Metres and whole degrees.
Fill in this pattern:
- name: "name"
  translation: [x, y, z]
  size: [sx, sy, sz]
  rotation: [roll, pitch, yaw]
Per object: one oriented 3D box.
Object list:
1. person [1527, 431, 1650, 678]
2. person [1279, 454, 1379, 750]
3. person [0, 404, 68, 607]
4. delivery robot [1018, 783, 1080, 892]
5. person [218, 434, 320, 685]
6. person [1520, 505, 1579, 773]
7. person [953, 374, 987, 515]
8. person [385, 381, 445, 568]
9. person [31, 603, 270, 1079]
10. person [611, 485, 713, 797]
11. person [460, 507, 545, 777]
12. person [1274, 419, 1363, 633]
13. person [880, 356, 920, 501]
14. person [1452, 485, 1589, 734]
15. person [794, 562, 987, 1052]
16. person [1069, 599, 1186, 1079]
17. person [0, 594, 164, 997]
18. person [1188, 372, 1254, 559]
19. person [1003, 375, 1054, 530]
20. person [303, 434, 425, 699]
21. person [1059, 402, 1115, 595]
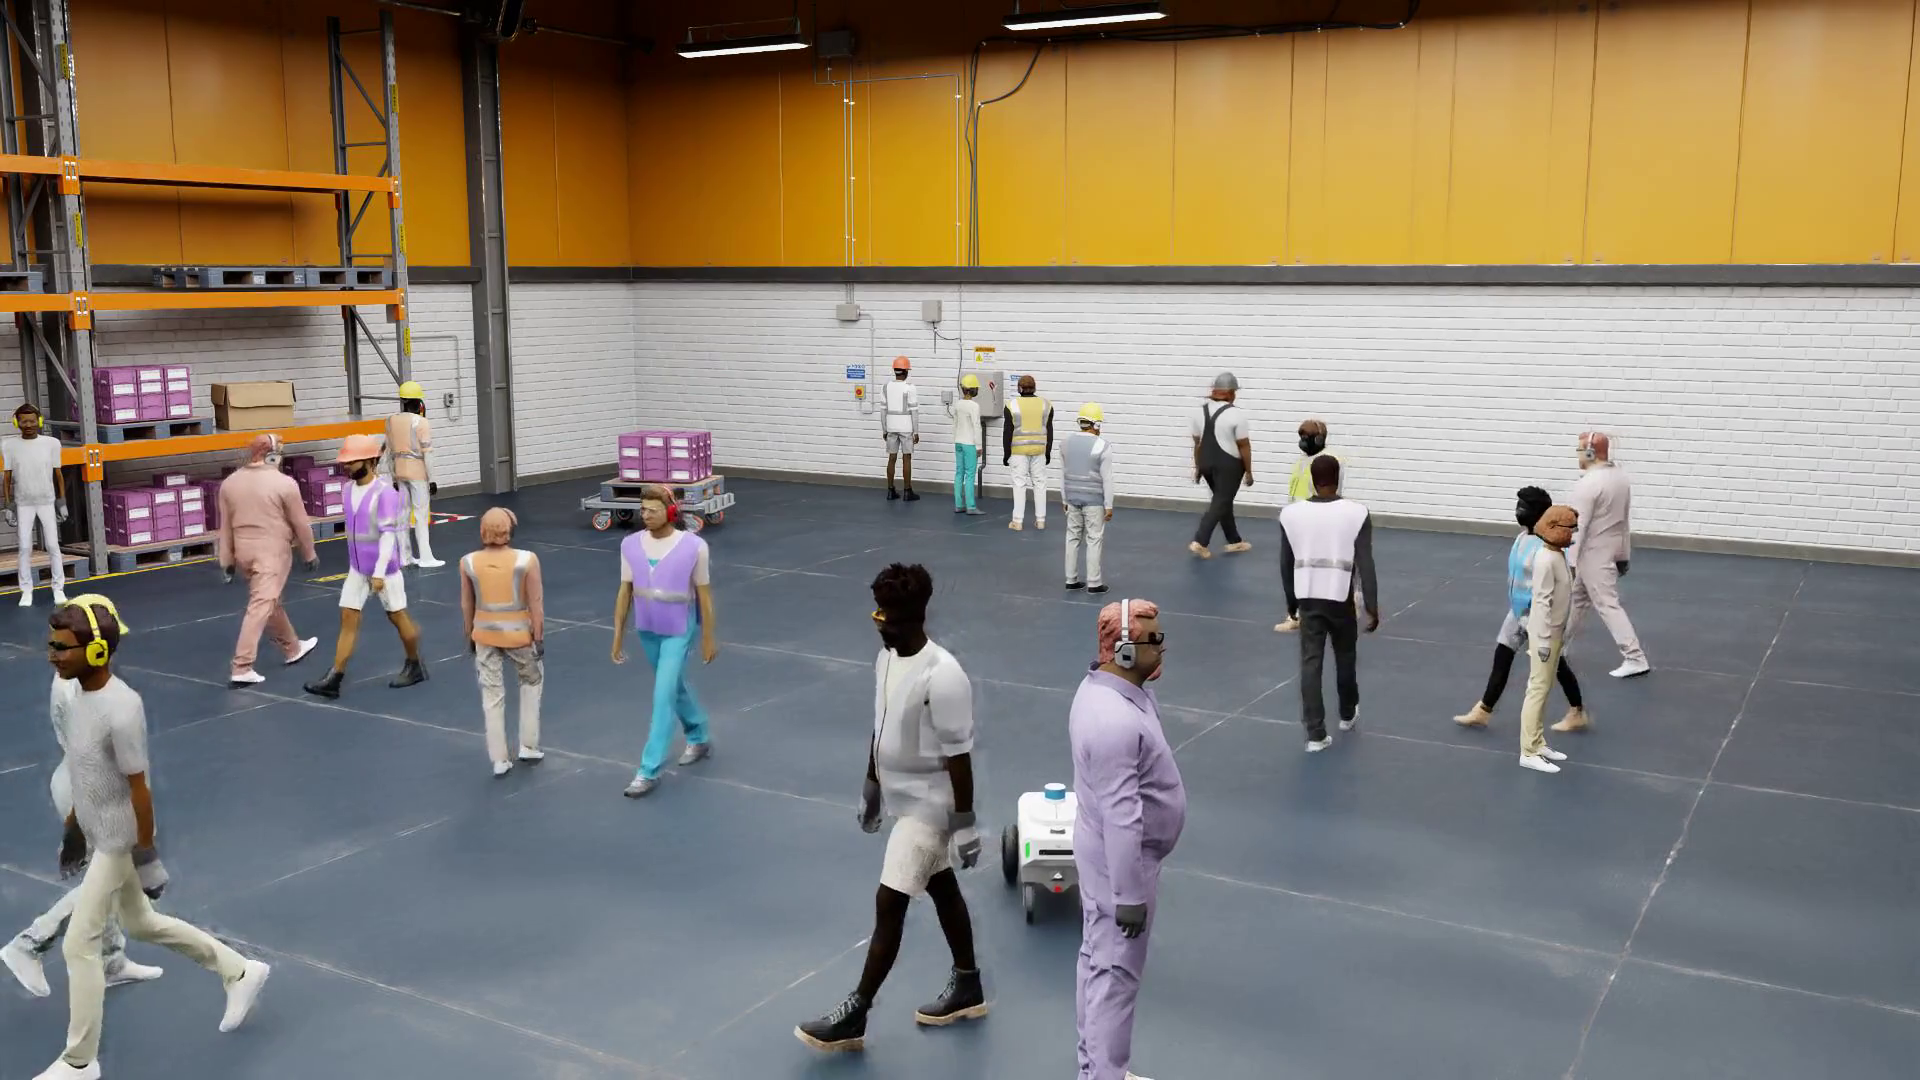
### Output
- name: "person"
  translation: [4.835, 0.101, 12.617]
  size: [1.009, 1.855, 0.650]
  rotation: [8, 12, 42]
- name: "person"
  translation: [2.412, 0.381, 10.804]
  size: [0.665, 1.855, 0.962]
  rotation: [4, 10, 22]
- name: "person"
  translation: [-8.450, -0.320, 15.198]
  size: [0.515, 1.861, 0.320]
  rotation: [-5, 10, -28]
- name: "delivery robot"
  translation: [0.459, 1.425, 8.061]
  size: [0.477, 0.478, 0.707]
  rotation: [0, 9, 0]
- name: "person"
  translation: [-5.193, 0.123, 12.495]
  size: [0.645, 1.837, 1.068]
  rotation: [3, 10, 18]
- name: "person"
  translation: [3.619, 0.590, 10.205]
  size: [0.265, 1.631, 0.508]
  rotation: [5, 10, 28]
- name: "person"
  translation: [0.111, -1.195, 20.934]
  size: [0.325, 1.769, 0.524]
  rotation: [-6, 11, -32]
- name: "person"
  translation: [-5.634, -0.669, 17.144]
  size: [0.586, 1.928, 0.369]
  rotation: [4, 10, 24]
- name: "person"
  translation: [-3.135, 1.116, 6.301]
  size: [0.893, 1.843, 0.511]
  rotation: [-7, 11, -36]
- name: "person"
  translation: [-1.772, 0.555, 9.951]
  size: [0.584, 1.796, 0.999]
  rotation: [4, 10, 23]
- name: "person"
  translation: [-2.752, 0.604, 10.114]
  size: [0.529, 1.619, 0.548]
  rotation: [0, 9, 2]
- name: "person"
  translation: [3.026, -0.111, 13.990]
  size: [0.676, 1.827, 0.637]
  rotation: [-3, 10, -19]
- name: "person"
  translation: [-0.782, -1.487, 22.233]
  size: [0.552, 1.933, 0.372]
  rotation: [5, 10, 27]
- name: "person"
  translation: [3.755, 0.466, 10.923]
  size: [0.874, 1.647, 0.529]
  rotation: [-1, 9, -8]
- name: "person"
  translation: [-0.288, 1.037, 6.512]
  size: [0.956, 1.913, 0.641]
  rotation: [-4, 10, -24]
- name: "person"
  translation: [0.589, 1.147, 5.876]
  size: [0.407, 1.910, 0.638]
  rotation: [0, 9, -1]
- name: "person"
  translation: [-3.672, 1.072, 6.905]
  size: [0.496, 1.723, 0.489]
  rotation: [-5, 10, -26]
- name: "person"
  translation: [2.792, -0.832, 17.815]
  size: [1.015, 2.000, 0.685]
  rotation: [-6, 11, -35]
- name: "person"
  translation: [0.795, -1.035, 19.706]
  size: [0.622, 1.843, 0.429]
  rotation: [-2, 9, -15]
- name: "person"
  translation: [-4.274, 0.189, 11.918]
  size: [0.559, 1.884, 0.974]
  rotation: [5, 10, 27]
- name: "person"
  translation: [1.209, -0.389, 15.743]
  size: [0.598, 1.824, 0.404]
  rotation: [7, 11, 37]
